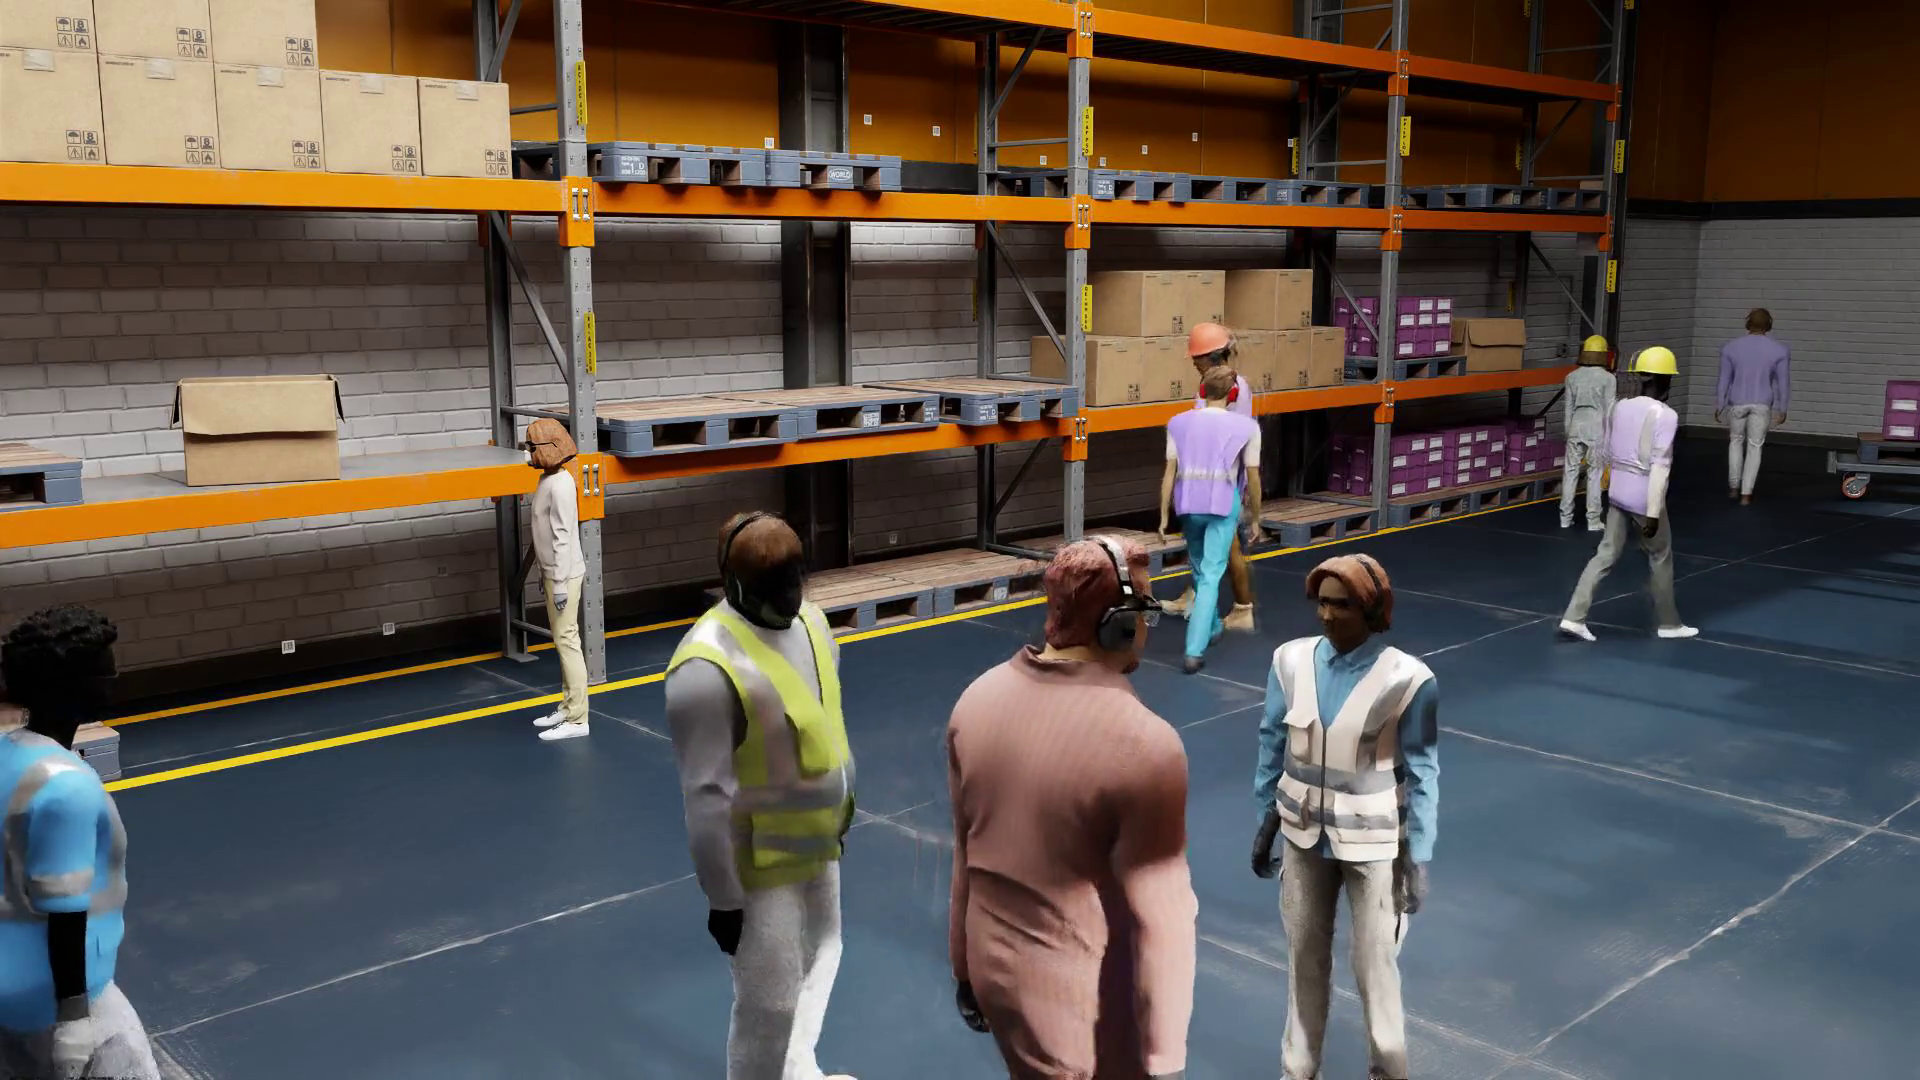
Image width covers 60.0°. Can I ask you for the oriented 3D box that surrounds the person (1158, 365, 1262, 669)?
[{"bbox_3d":[1.512,-0.154,10.000,0.576,1.785,1.018,4,11,24],"label":"person"}]

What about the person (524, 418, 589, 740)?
[{"bbox_3d":[-2.040,0.194,8.422,0.277,1.629,0.497,-4,10,-20],"label":"person"}]

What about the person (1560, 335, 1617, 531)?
[{"bbox_3d":[5.607,-0.955,14.825,0.321,1.738,0.490,-8,13,-40],"label":"person"}]

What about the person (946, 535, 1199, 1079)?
[{"bbox_3d":[0.170,0.928,3.391,0.709,1.880,0.682,-8,12,-37],"label":"person"}]

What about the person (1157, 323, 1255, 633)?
[{"bbox_3d":[1.576,-0.399,10.810,0.866,1.995,0.610,5,11,26],"label":"person"}]

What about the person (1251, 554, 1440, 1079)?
[{"bbox_3d":[1.062,0.845,4.618,0.548,1.643,0.359,9,13,41],"label":"person"}]

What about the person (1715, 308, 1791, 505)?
[{"bbox_3d":[7.867,-1.330,16.490,0.654,1.910,0.839,6,11,31],"label":"person"}]

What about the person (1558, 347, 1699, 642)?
[{"bbox_3d":[4.225,-0.275,10.448,0.991,1.880,0.603,-3,10,-19],"label":"person"}]

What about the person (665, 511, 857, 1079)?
[{"bbox_3d":[-0.464,0.802,4.362,0.429,1.806,0.770,4,10,20],"label":"person"}]

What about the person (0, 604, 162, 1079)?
[{"bbox_3d":[-2.021,0.982,3.680,0.540,1.667,0.441,9,13,43],"label":"person"}]
